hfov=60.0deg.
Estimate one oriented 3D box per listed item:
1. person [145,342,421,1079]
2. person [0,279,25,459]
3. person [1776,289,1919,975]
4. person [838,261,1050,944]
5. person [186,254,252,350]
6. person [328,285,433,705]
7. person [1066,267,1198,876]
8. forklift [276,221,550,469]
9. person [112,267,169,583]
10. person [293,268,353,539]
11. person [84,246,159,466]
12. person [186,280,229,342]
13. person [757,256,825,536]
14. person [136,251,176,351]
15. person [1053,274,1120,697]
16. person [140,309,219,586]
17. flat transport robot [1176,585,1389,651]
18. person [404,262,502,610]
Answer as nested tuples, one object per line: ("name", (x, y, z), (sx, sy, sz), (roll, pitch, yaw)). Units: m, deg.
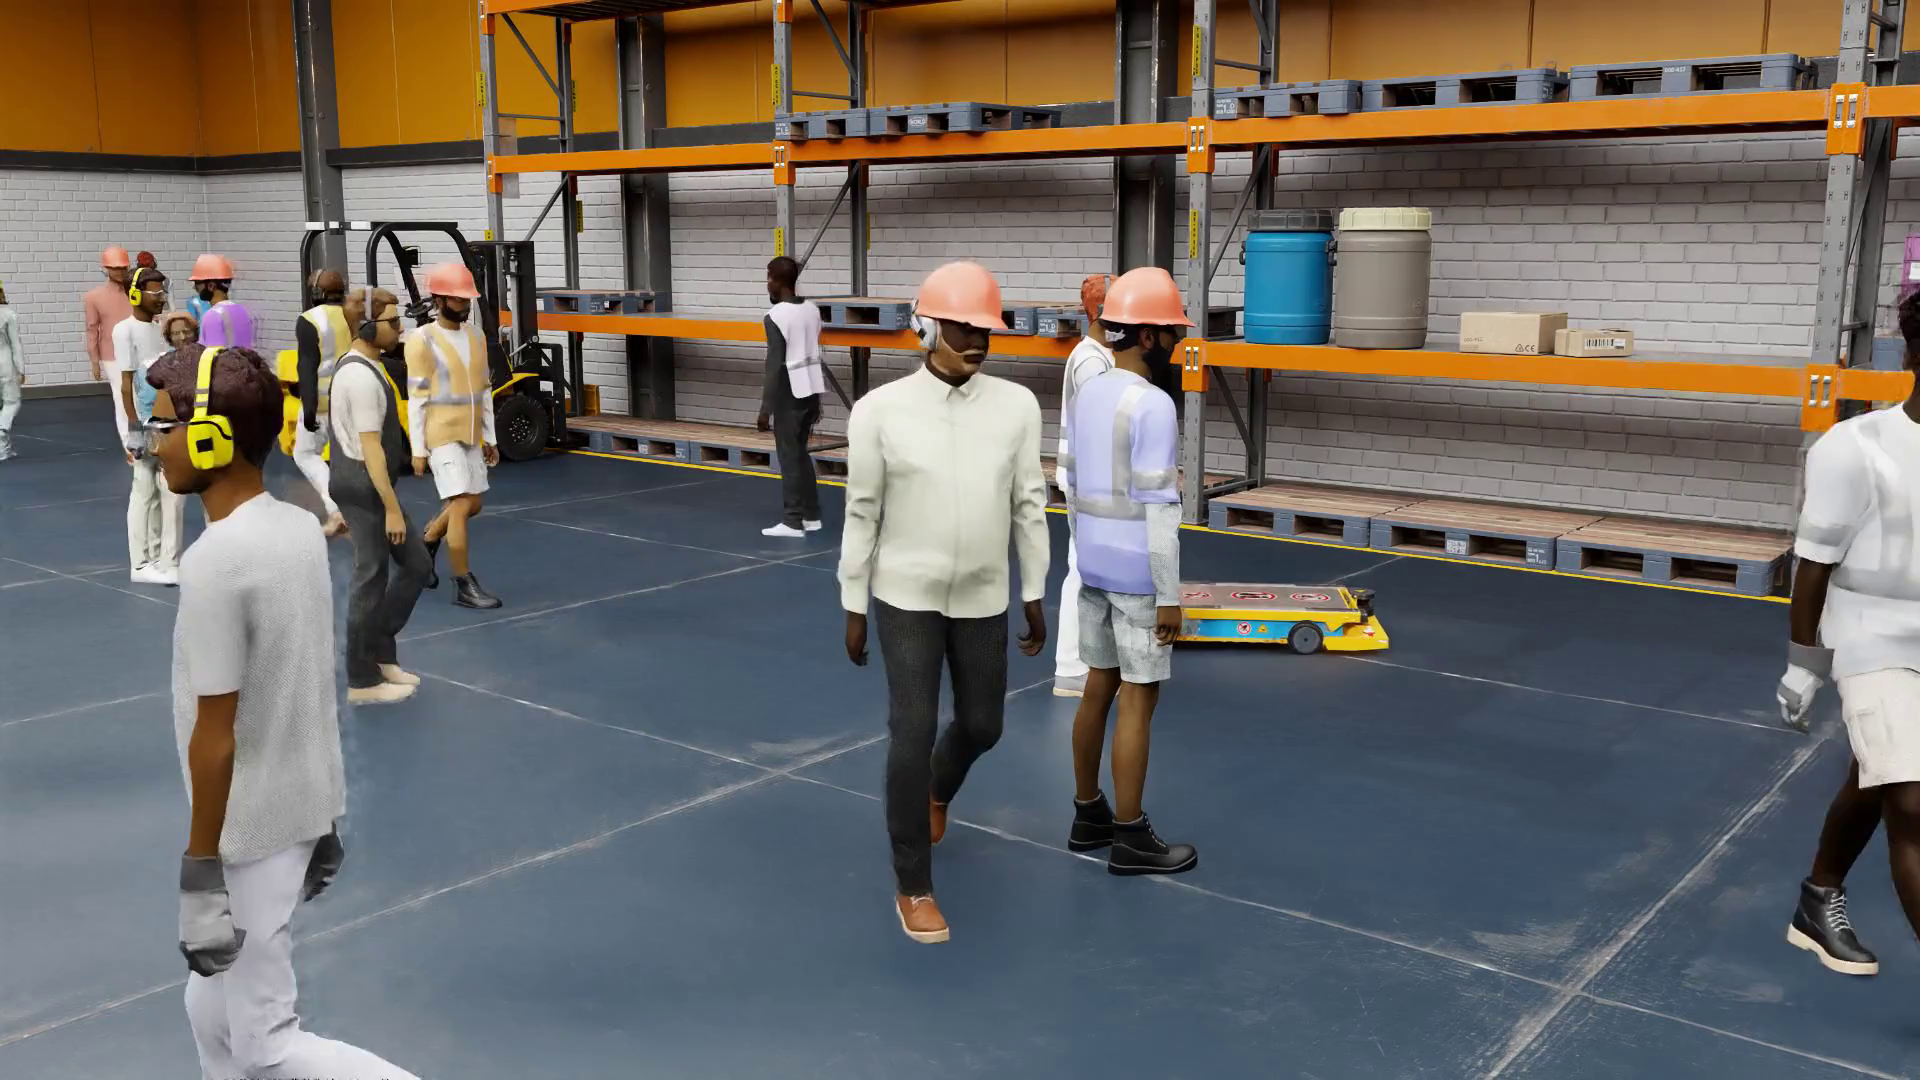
("person", (-1.261, 0.550, 3.137), (0.794, 1.844, 0.529), (-1, 10, -6))
("person", (-8.834, -1.568, 15.203), (0.486, 1.723, 0.612), (-1, 10, -7))
("person", (2.518, 0.306, 4.262), (0.631, 1.914, 0.969), (-3, 11, -14))
("person", (-0.072, 0.145, 5.052), (0.644, 1.968, 0.763), (-3, 11, -18))
("person", (-5.054, -0.993, 11.442), (0.486, 1.922, 0.547), (1, 10, 5))
("person", (-2.500, -0.176, 7.192), (0.473, 1.825, 0.531), (-3, 11, -18))
("person", (0.562, 0.102, 5.349), (0.364, 1.935, 0.553), (-5, 11, -25))
("forklift", (-4.922, -1.741, 14.854), (1.214, 2.155, 2.313), (8, 13, 38))
("person", (-4.810, -0.680, 9.889), (0.309, 1.864, 0.534), (-1, 10, -4))
("person", (-4.220, -0.904, 11.202), (0.449, 1.832, 0.638), (5, 11, 26))
("person", (-7.586, -1.673, 15.087), (0.627, 1.972, 0.678), (-9, 14, -41))
("person", (-9.268, -2.518, 20.674), (0.574, 1.647, 0.831), (-8, 13, -39))
("person", (-1.159, -0.967, 11.371), (0.449, 1.912, 0.632), (5, 11, 24))
("person", (-10.015, -2.629, 20.636), (0.337, 1.881, 0.584), (10, 14, 44))
("person", (0.600, -0.237, 7.419), (0.340, 1.876, 0.575), (1, 10, 6))
("person", (-4.559, -0.558, 9.880), (0.529, 1.625, 0.332), (-9, 14, -41))
("flat transport robot", (1.407, 0.376, 8.453), (1.431, 0.197, 0.652), (1, 10, 6))
("person", (-2.876, -0.584, 9.241), (0.751, 1.914, 0.548), (5, 11, 25))
